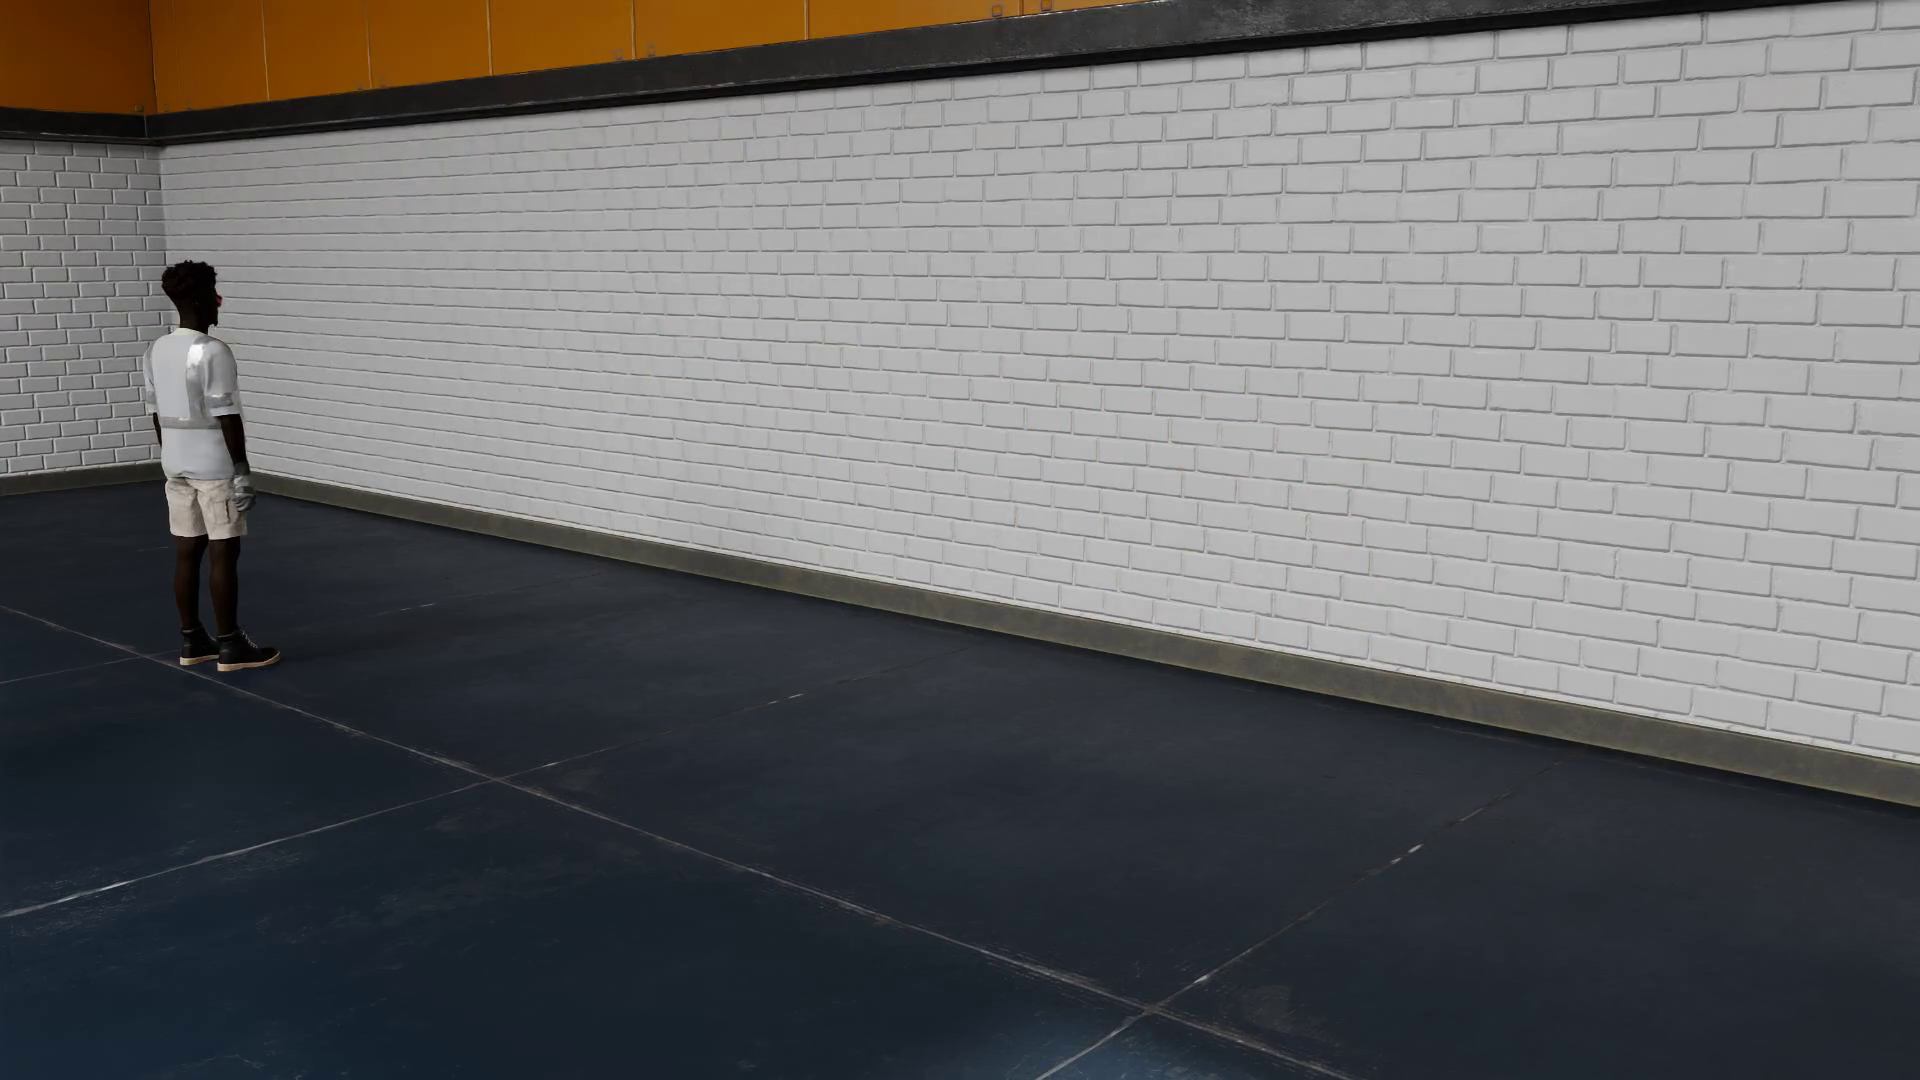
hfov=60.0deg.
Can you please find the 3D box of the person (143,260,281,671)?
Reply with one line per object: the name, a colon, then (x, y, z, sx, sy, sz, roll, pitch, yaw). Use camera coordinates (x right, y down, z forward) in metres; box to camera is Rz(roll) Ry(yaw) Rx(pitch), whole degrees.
person: (-3.615, -0.351, 7.987, 0.606, 1.966, 0.367, 6, 11, 30)
